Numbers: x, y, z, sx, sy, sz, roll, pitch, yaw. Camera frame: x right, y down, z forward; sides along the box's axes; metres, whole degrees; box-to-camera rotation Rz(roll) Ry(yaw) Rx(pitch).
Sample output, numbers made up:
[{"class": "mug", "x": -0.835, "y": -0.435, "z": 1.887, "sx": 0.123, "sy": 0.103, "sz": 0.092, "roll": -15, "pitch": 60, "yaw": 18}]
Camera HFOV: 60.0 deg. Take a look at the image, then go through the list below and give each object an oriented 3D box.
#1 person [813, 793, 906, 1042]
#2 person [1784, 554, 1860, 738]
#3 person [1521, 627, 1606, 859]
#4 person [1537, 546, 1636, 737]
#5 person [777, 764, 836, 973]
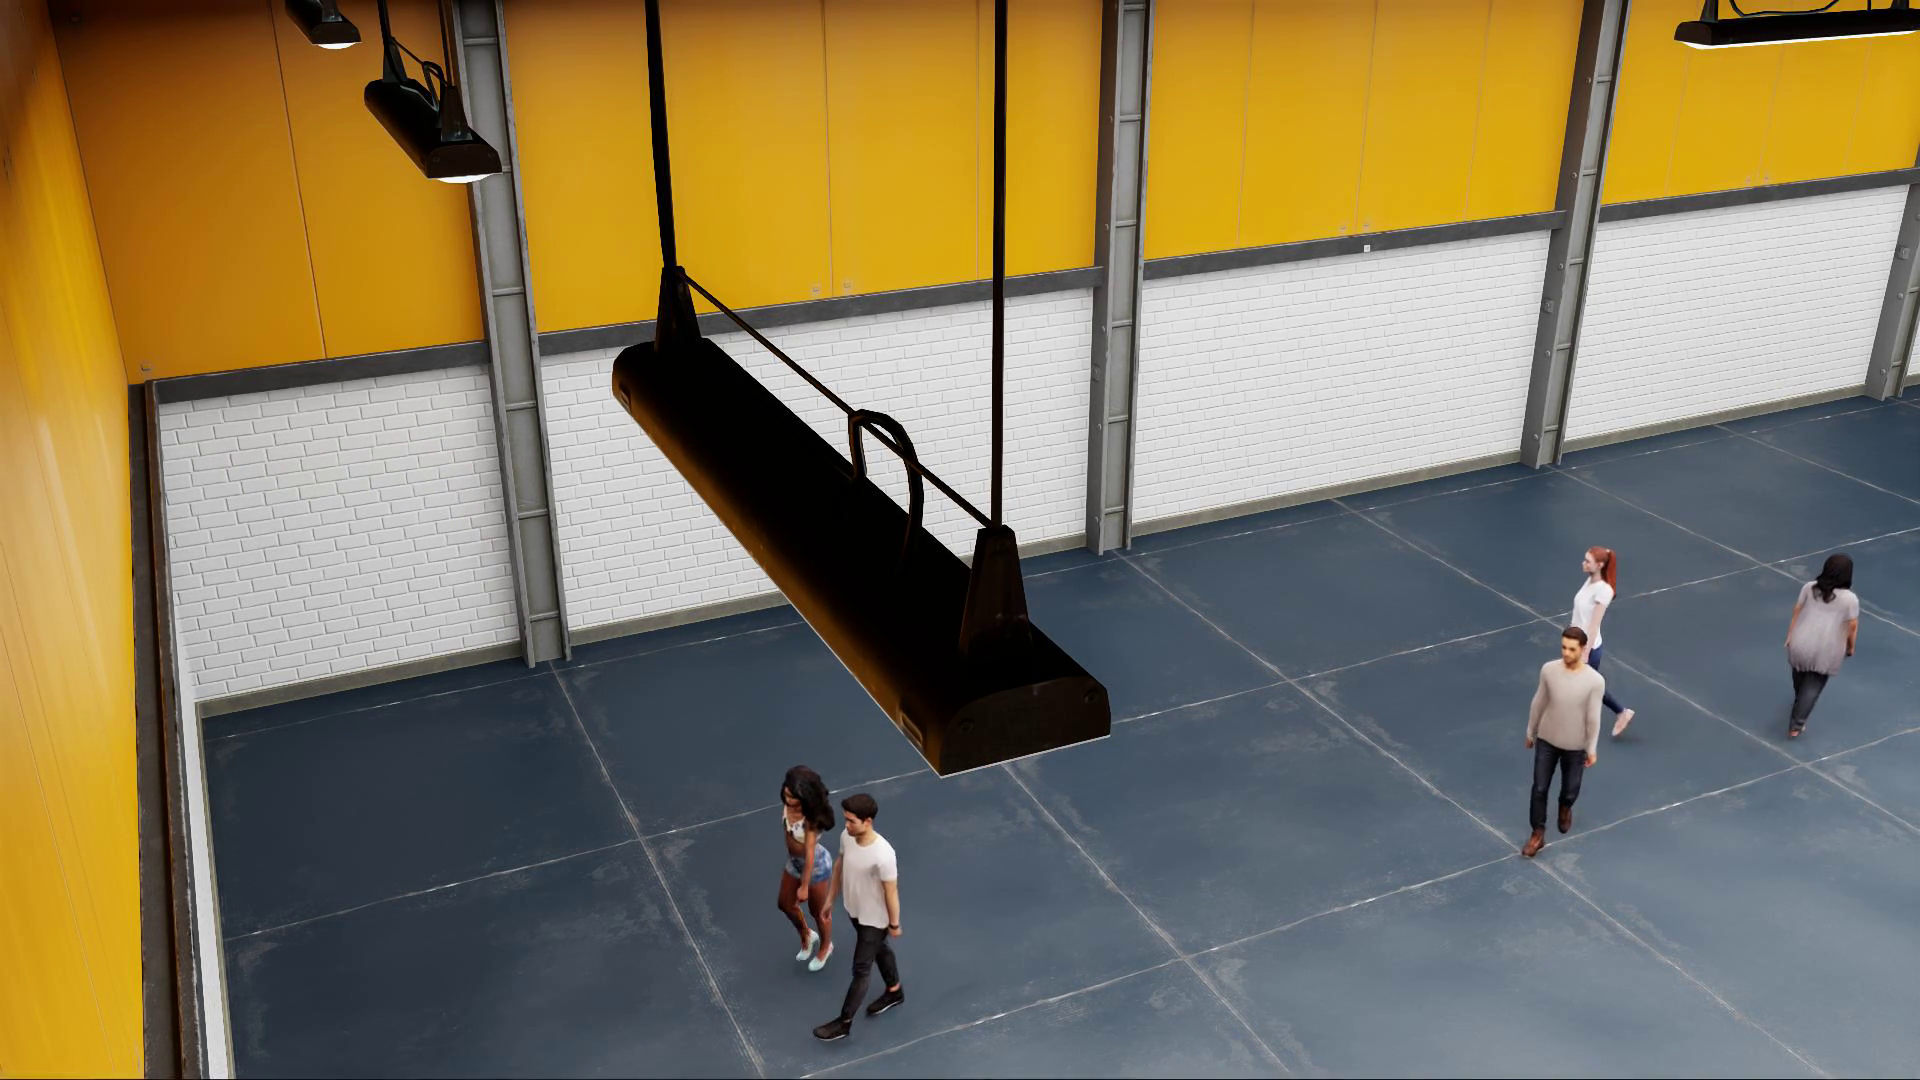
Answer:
[{"class": "person", "x": -0.509, "y": 2.313, "z": 10.583, "sx": 0.991, "sy": 1.697, "sz": 0.699, "roll": -14, "pitch": 27, "yaw": -30}, {"class": "person", "x": 7.165, "y": 0.908, "z": 13.957, "sx": 1.059, "sy": 1.570, "sz": 0.825, "roll": -22, "pitch": 32, "yaw": -40}, {"class": "person", "x": 4.484, "y": 1.467, "z": 12.322, "sx": 0.919, "sy": 1.855, "sz": 1.018, "roll": 15, "pitch": 28, "yaw": 30}, {"class": "person", "x": 5.300, "y": 0.884, "z": 13.827, "sx": 1.104, "sy": 1.718, "sz": 0.870, "roll": 1, "pitch": 24, "yaw": 2}, {"class": "person", "x": -0.947, "y": 2.169, "z": 11.043, "sx": 0.704, "sy": 1.593, "sz": 0.659, "roll": -19, "pitch": 30, "yaw": -37}]
